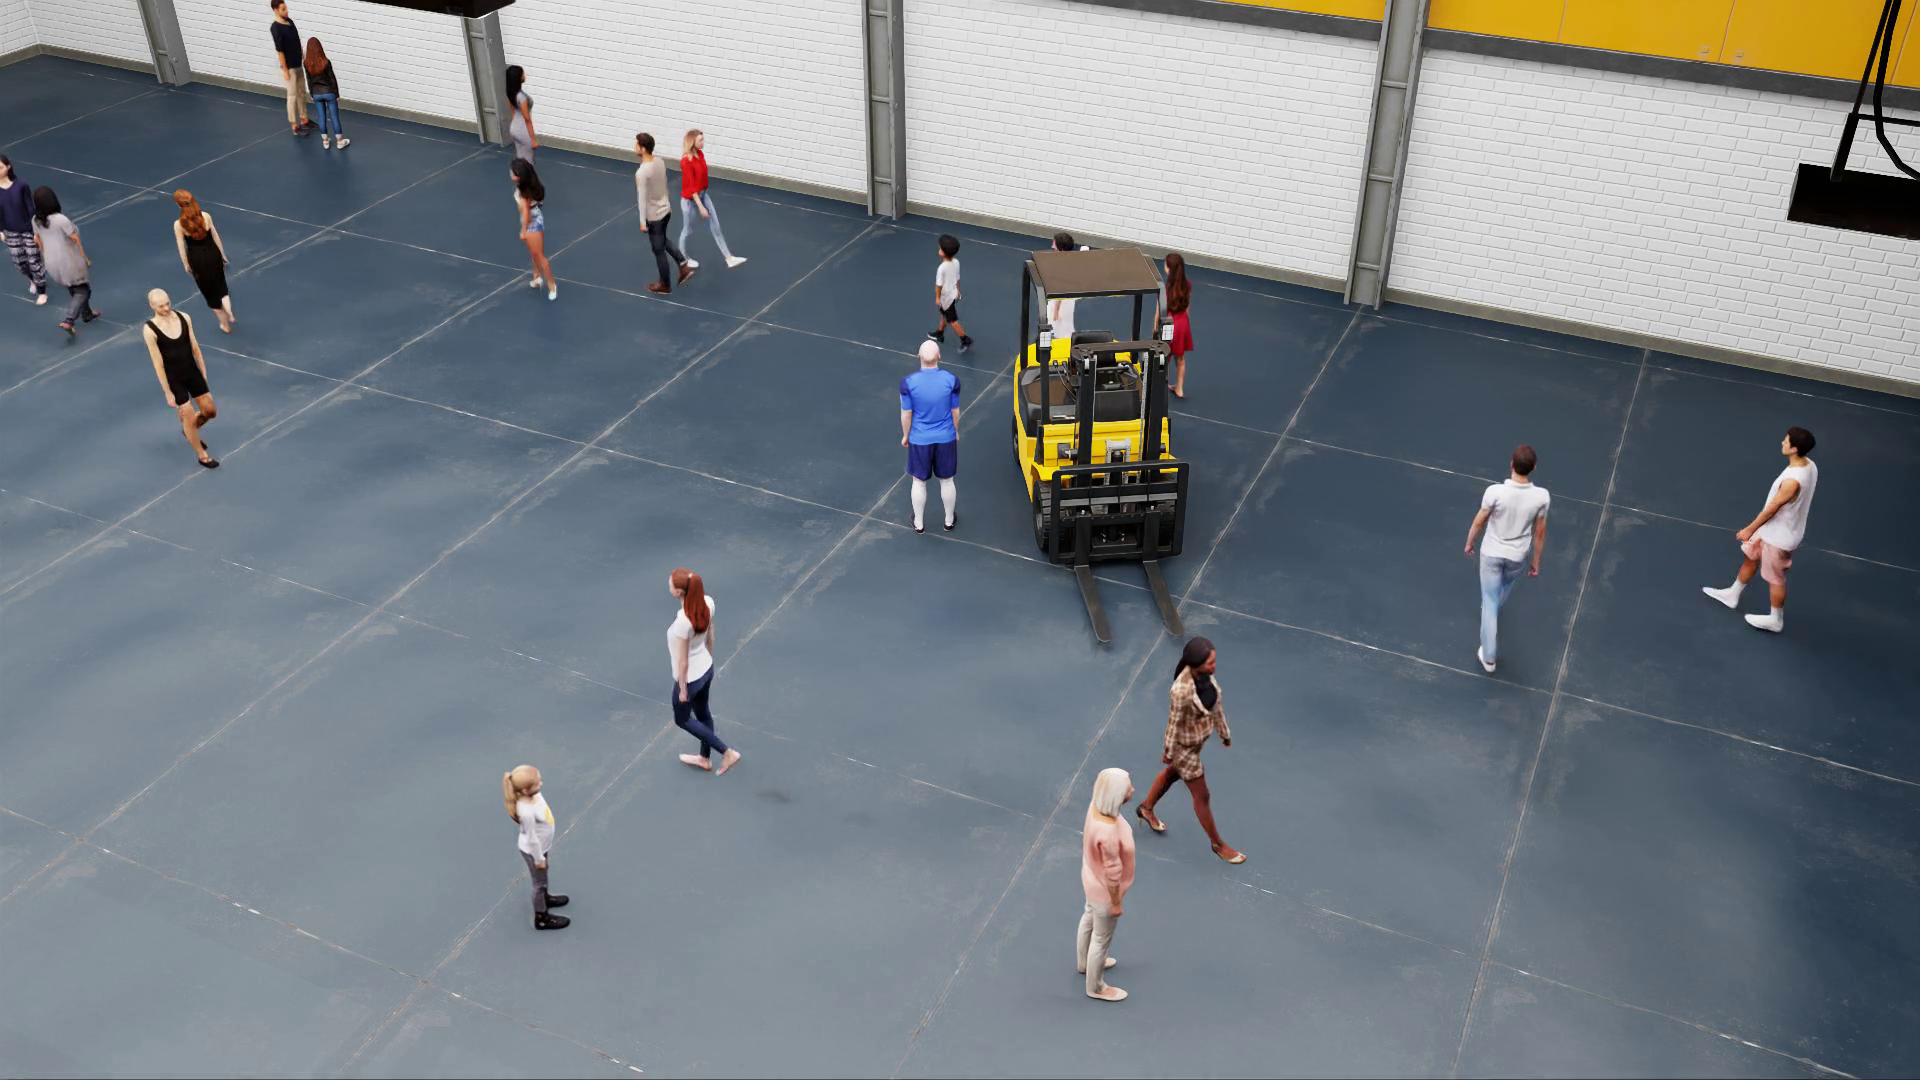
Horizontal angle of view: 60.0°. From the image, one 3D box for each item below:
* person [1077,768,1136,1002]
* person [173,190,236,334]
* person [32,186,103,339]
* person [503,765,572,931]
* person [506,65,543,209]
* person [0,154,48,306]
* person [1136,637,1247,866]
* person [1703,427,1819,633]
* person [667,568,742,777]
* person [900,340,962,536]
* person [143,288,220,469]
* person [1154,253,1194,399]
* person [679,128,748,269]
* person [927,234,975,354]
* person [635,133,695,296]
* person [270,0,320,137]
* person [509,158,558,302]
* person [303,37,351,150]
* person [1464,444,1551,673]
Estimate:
[{"bbox_3d":[0.860,2.042,9.989,0.690,1.725,0.679,-4,34,-5],"label":"person"},{"bbox_3d":[-7.929,-2.897,17.523,0.706,1.611,0.745,-24,40,-31],"label":"person"},{"bbox_3d":[-9.493,-2.920,17.578,0.902,1.587,0.753,10,35,15],"label":"person"},{"bbox_3d":[-2.699,1.937,10.550,0.614,1.277,0.568,-5,34,-7],"label":"person"},{"bbox_3d":[-5.404,-4.958,20.473,0.723,1.776,0.615,-25,41,-33],"label":"person"},{"bbox_3d":[-10.292,-3.451,18.254,0.763,1.724,0.823,-8,34,-12],"label":"person"},{"bbox_3d":[1.425,1.340,11.025,1.100,1.746,0.682,19,38,26],"label":"person"},{"bbox_3d":[6.534,-0.022,13.065,0.951,1.757,0.731,22,39,29],"label":"person"},{"bbox_3d":[-1.775,0.967,11.601,0.765,1.731,0.588,13,36,19],"label":"person"},{"bbox_3d":[-0.244,-0.884,14.284,0.703,1.842,0.818,-4,34,-6],"label":"person"},{"bbox_3d":[-7.189,-1.491,15.237,0.765,1.798,0.704,18,38,25],"label":"person"},{"bbox_3d":[2.096,-2.090,16.361,0.683,1.552,0.743,-15,36,-21],"label":"person"},{"bbox_3d":[-3.078,-3.841,18.893,1.065,1.666,0.651,13,36,18],"label":"person"},{"bbox_3d":[-0.077,-2.555,17.341,0.913,1.242,0.601,22,39,29],"label":"person"},{"bbox_3d":[-3.261,-3.569,18.308,0.829,1.860,0.739,8,34,12],"label":"person"},{"bbox_3d":[-9.124,-6.460,22.664,0.658,1.852,0.746,5,34,8],"label":"person"},{"bbox_3d":[-4.742,-3.478,18.406,0.855,1.600,0.812,-2,34,-3],"label":"person"},{"bbox_3d":[-8.537,-5.999,22.306,0.571,1.481,0.683,-1,34,-1],"label":"person"},{"bbox_3d":[4.170,0.186,12.713,1.214,1.801,1.027,3,34,4],"label":"person"}]
